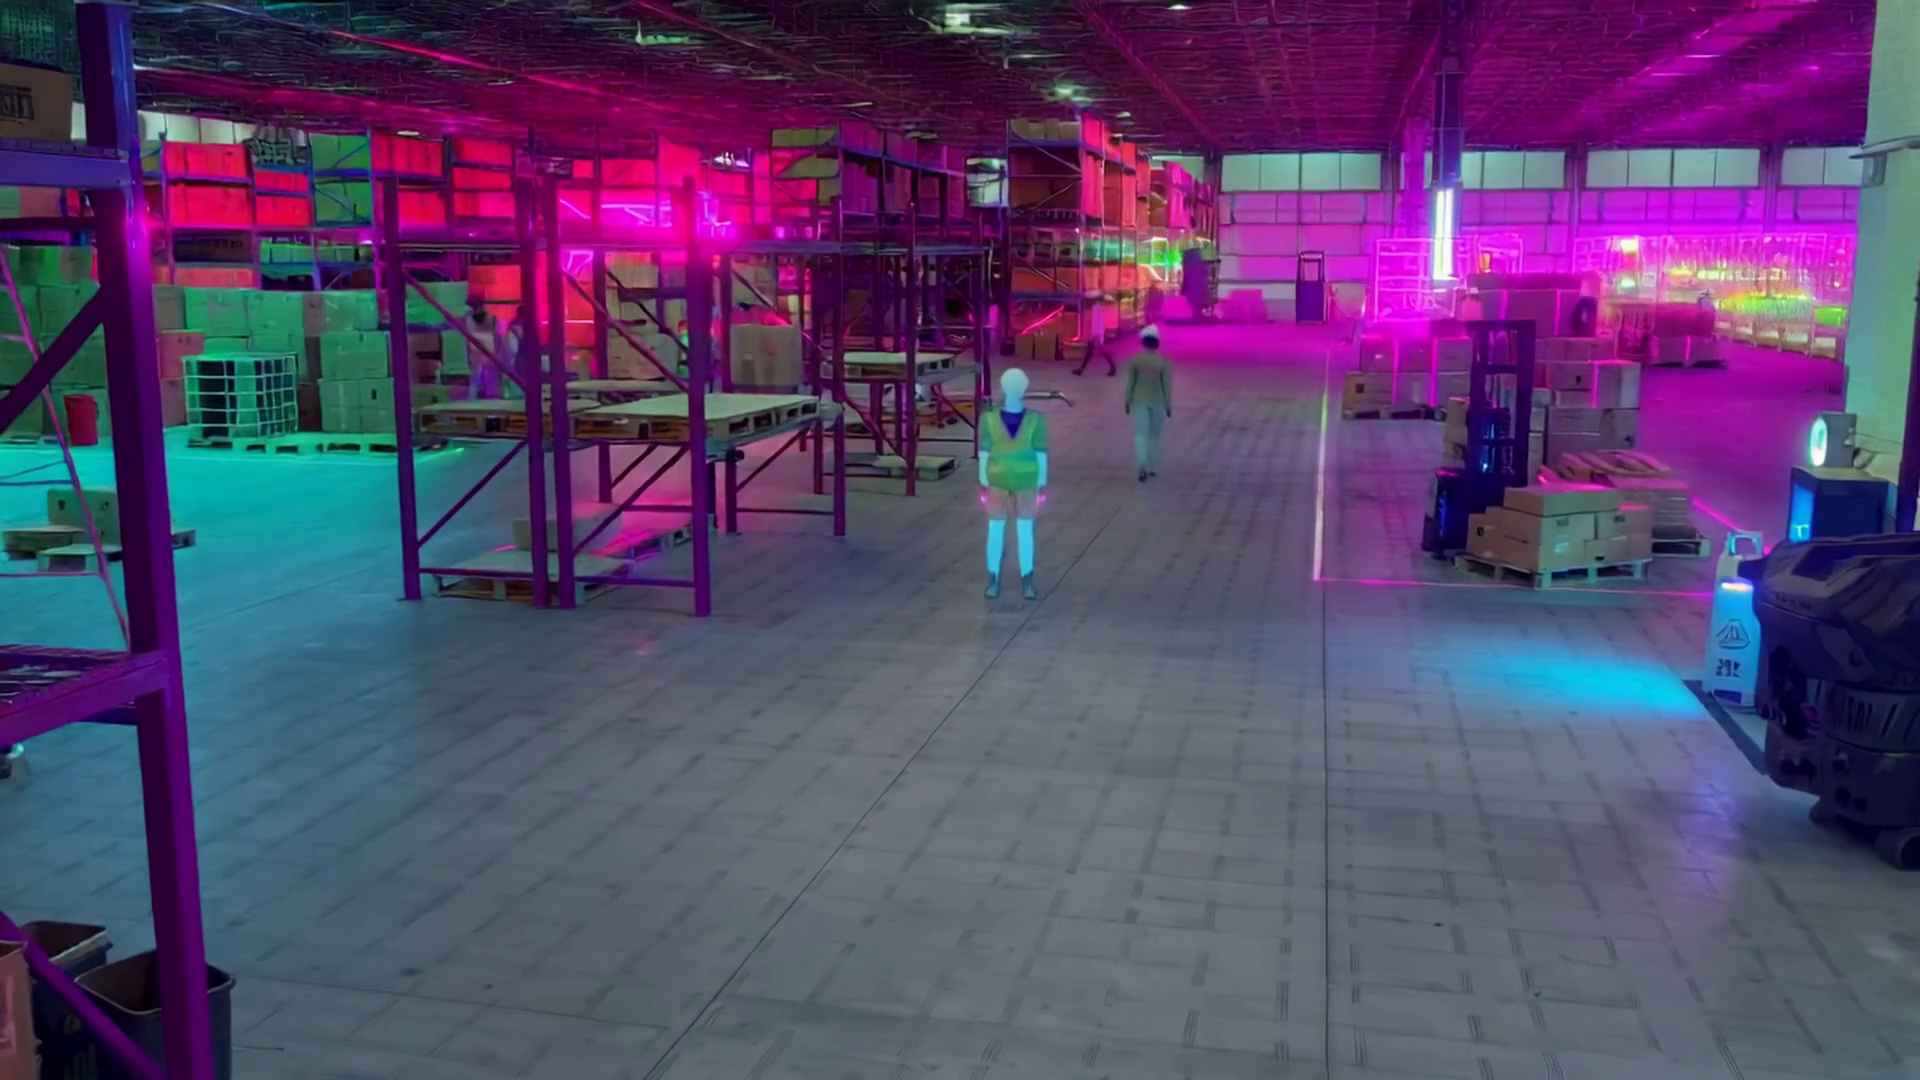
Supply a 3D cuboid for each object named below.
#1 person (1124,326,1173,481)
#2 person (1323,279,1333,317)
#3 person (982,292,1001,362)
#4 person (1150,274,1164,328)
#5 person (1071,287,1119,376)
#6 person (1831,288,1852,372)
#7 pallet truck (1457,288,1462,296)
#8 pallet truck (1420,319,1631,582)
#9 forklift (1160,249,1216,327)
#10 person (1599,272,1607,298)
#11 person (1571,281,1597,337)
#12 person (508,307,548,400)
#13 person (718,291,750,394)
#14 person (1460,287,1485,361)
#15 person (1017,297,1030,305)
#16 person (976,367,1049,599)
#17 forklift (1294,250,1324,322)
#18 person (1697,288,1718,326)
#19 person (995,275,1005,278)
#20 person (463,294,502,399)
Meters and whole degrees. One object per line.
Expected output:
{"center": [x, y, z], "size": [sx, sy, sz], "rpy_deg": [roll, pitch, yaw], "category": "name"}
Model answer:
{"center": [2.119, -1.540, 18.734], "size": [0.532, 1.728, 0.883], "rpy_deg": [1, 10, 6], "category": "person"}
{"center": [15.633, -10.290, 70.824], "size": [0.500, 1.633, 0.282], "rpy_deg": [-2, 10, -12], "category": "person"}
{"center": [0.722, -5.173, 40.371], "size": [0.541, 1.680, 0.552], "rpy_deg": [-3, 10, -18], "category": "person"}
{"center": [7.085, -8.556, 59.687], "size": [0.515, 1.925, 0.654], "rpy_deg": [-3, 10, -18], "category": "person"}
{"center": [2.900, -4.387, 35.158], "size": [1.011, 1.888, 0.562], "rpy_deg": [-1, 10, -4], "category": "person"}
{"center": [19.434, -4.599, 36.483], "size": [0.676, 1.844, 0.566], "rpy_deg": [3, 10, 18], "category": "person"}
{"center": [20.506, -9.785, 68.819], "size": [0.653, 1.274, 1.630], "rpy_deg": [2, 10, 12], "category": "pallet truck"}
{"center": [4.543, -0.757, 13.299], "size": [0.823, 1.965, 1.885], "rpy_deg": [-4, 10, -22], "category": "pallet truck"}
{"center": [8.350, -9.221, 60.809], "size": [1.873, 2.768, 1.129], "rpy_deg": [0, 10, -1], "category": "forklift"}
{"center": [28.892, -11.135, 75.059], "size": [0.667, 1.890, 0.564], "rpy_deg": [-2, 10, -9], "category": "person"}
{"center": [14.239, -4.903, 37.723], "size": [0.982, 2.000, 0.683], "rpy_deg": [4, 10, 22], "category": "person"}
{"center": [-6.071, -2.389, 23.477], "size": [0.545, 1.818, 0.536], "rpy_deg": [-6, 11, -30], "category": "person"}
{"center": [-4.008, -3.534, 30.062], "size": [0.584, 1.881, 0.965], "rpy_deg": [-8, 13, -40], "category": "person"}
{"center": [12.456, -5.199, 40.211], "size": [0.610, 1.787, 0.919], "rpy_deg": [-6, 11, -31], "category": "person"}
{"center": [2.121, -7.543, 54.415], "size": [0.545, 1.676, 0.502], "rpy_deg": [2, 10, 9], "category": "person"}
{"center": [0.381, -0.412, 12.138], "size": [0.535, 1.700, 0.318], "rpy_deg": [0, 10, 0], "category": "person"}
{"center": [13.778, -10.002, 65.433], "size": [1.129, 2.768, 1.873], "rpy_deg": [2, 10, 12], "category": "forklift"}
{"center": [20.491, -6.062, 45.633], "size": [0.540, 1.686, 0.416], "rpy_deg": [2, 10, 13], "category": "person"}
{"center": [2.182, -13.657, 89.906], "size": [0.580, 1.922, 0.450], "rpy_deg": [0, 10, 0], "category": "person"}
{"center": [-7.849, -3.089, 27.408], "size": [0.612, 1.905, 0.412], "rpy_deg": [-1, 10, -7], "category": "person"}
